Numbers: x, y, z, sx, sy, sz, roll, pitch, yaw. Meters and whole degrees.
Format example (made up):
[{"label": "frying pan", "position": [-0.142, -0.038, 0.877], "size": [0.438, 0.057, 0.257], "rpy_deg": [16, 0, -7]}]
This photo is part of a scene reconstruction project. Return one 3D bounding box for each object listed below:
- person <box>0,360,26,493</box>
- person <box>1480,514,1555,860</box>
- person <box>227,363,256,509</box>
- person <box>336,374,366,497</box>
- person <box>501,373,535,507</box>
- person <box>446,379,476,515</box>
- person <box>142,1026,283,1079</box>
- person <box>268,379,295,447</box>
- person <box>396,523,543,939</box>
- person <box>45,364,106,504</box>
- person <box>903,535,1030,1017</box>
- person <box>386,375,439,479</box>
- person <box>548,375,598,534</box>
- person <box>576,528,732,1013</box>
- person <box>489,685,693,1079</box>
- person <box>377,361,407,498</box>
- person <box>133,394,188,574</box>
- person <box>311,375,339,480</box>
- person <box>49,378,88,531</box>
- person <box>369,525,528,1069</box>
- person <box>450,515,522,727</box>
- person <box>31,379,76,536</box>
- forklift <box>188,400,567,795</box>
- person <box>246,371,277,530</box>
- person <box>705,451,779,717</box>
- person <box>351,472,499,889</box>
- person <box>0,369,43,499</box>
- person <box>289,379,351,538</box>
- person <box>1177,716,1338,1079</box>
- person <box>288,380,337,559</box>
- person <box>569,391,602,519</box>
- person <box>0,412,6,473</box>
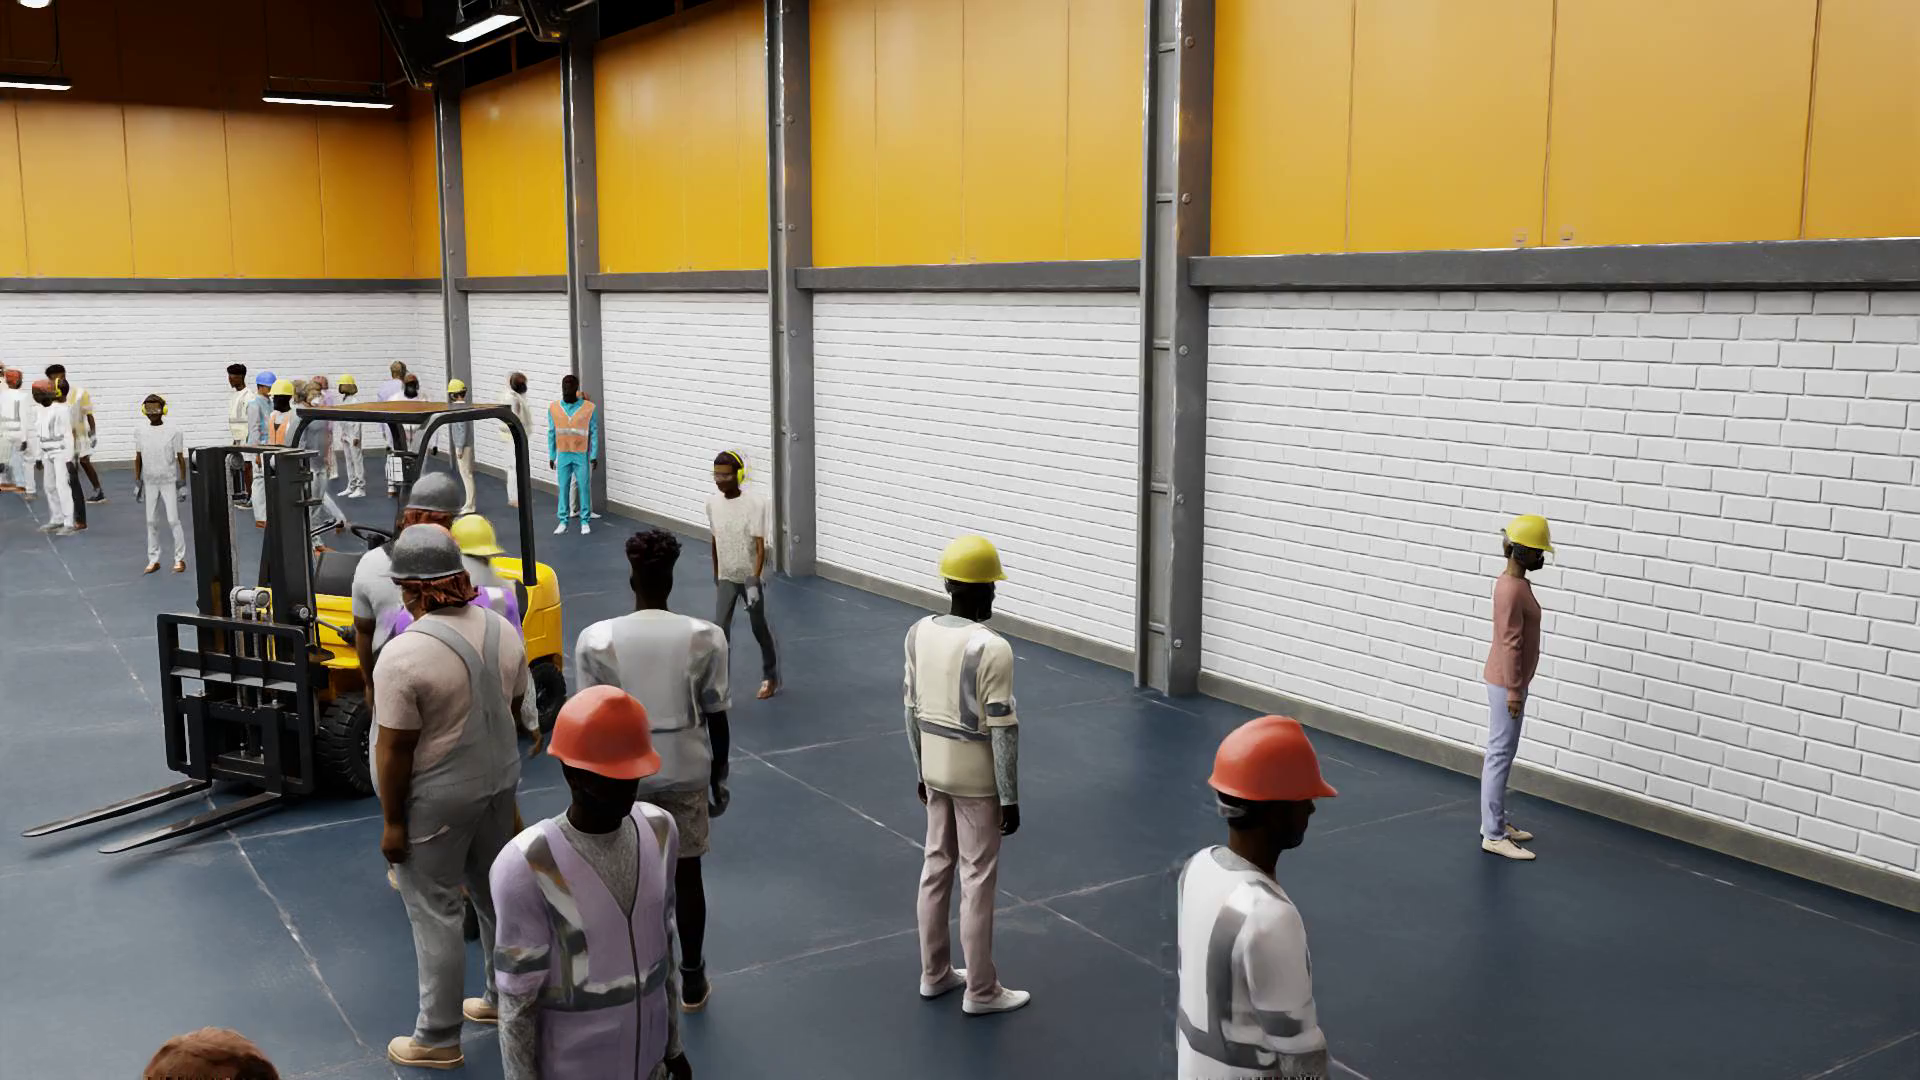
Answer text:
[{"label": "person", "position": [-13.811, -1.649, 24.024], "size": [0.636, 1.952, 0.439], "rpy_deg": [0, 8, -2]}, {"label": "person", "position": [2.858, 0.741, 8.557], "size": [0.320, 1.762, 0.522], "rpy_deg": [3, 9, 18]}, {"label": "person", "position": [-9.574, -1.387, 22.245], "size": [0.374, 1.958, 0.607], "rpy_deg": [-7, 11, -40]}, {"label": "person", "position": [-8.636, -1.473, 23.527], "size": [0.301, 1.745, 0.483], "rpy_deg": [-8, 12, -43]}, {"label": "person", "position": [-5.983, -1.355, 22.559], "size": [0.434, 1.813, 0.755], "rpy_deg": [-1, 9, -9]}, {"label": "person", "position": [-6.511, -1.211, 21.696], "size": [0.323, 1.764, 0.533], "rpy_deg": [-2, 9, -12]}, {"label": "person", "position": [-1.320, 1.635, 3.022], "size": [0.308, 1.625, 0.523], "rpy_deg": [-2, 9, -11]}, {"label": "person", "position": [-7.490, -0.822, 18.516], "size": [0.587, 1.930, 0.363], "rpy_deg": [5, 10, 29]}, {"label": "person", "position": [-2.226, 0.839, 7.571], "size": [0.625, 1.867, 0.661], "rpy_deg": [-4, 9, -24]}, {"label": "person", "position": [-12.127, -1.435, 22.660], "size": [0.670, 1.929, 0.469], "rpy_deg": [-2, 9, -15]}, {"label": "person", "position": [0.027, 0.937, 6.667], "size": [0.367, 1.927, 0.590], "rpy_deg": [-8, 12, -43]}, {"label": "person", "position": [-7.212, -1.266, 21.911], "size": [0.657, 1.804, 0.923], "rpy_deg": [-3, 9, -18]}, {"label": "person", "position": [-4.624, -1.022, 19.915], "size": [0.590, 1.916, 0.393], "rpy_deg": [0, 8, -1]}, {"label": "person", "position": [-1.213, 0.930, 6.636], "size": [0.608, 1.957, 0.393], "rpy_deg": [-2, 9, -12]}, {"label": "person", "position": [-0.882, 1.305, 4.163], "size": [0.378, 1.932, 0.551], "rpy_deg": [7, 11, 38]}, {"label": "person", "position": [-7.873, -1.545, 23.358], "size": [0.635, 1.937, 0.354], "rpy_deg": [3, 9, 22]}, {"label": "person", "position": [-8.217, -0.573, 17.100], "size": [0.515, 1.859, 0.320], "rpy_deg": [0, 8, -2]}, {"label": "person", "position": [-9.787, -1.714, 25.535], "size": [0.447, 1.633, 0.540], "rpy_deg": [0, 8, 3]}, {"label": "person", "position": [-10.820, -1.030, 20.143], "size": [0.335, 1.865, 0.519], "rpy_deg": [-6, 10, -35]}, {"label": "person", "position": [-1.968, 0.935, 6.298], "size": [0.536, 2.000, 0.684], "rpy_deg": [4, 9, 25]}, {"label": "person", "position": [-2.382, 0.779, 8.127], "size": [0.404, 1.819, 0.618], "rpy_deg": [8, 12, 43]}, {"label": "person", "position": [-10.831, -0.988, 19.905], "size": [0.818, 1.865, 0.405], "rpy_deg": [6, 10, 35]}, {"label": "forklift", "position": [-3.529, 0.258, 10.348], "size": [1.214, 2.155, 2.313], "rpy_deg": [4, 9, 25]}, {"label": "person", "position": [-8.477, -1.094, 20.321], "size": [0.412, 1.938, 0.605], "rpy_deg": [0, 8, -3]}, {"label": "person", "position": [-1.532, 0.277, 11.524], "size": [0.492, 1.813, 0.987], "rpy_deg": [3, 9, 18]}, {"label": "person", "position": [-2.567, 0.664, 8.126], "size": [0.709, 2.000, 0.536], "rpy_deg": [-1, 8, -4]}, {"label": "person", "position": [-13.127, -1.438, 22.958], "size": [0.605, 1.850, 0.951], "rpy_deg": [1, 9, 7]}, {"label": "person", "position": [-7.544, -0.942, 19.472], "size": [0.836, 1.896, 0.630], "rpy_deg": [-1, 8, -4]}, {"label": "person", "position": [0.673, 1.353, 3.992], "size": [0.986, 1.896, 0.543], "rpy_deg": [-1, 8, -4]}, {"label": "person", "position": [-7.063, -0.768, 18.136], "size": [0.378, 1.937, 0.628], "rpy_deg": [0, 8, 3]}, {"label": "person", "position": [-4.847, -1.083, 21.253], "size": [0.512, 1.640, 0.309], "rpy_deg": [6, 10, 36]}, {"label": "person", "position": [-11.564, -0.933, 19.414], "size": [0.659, 1.881, 0.750], "rpy_deg": [-1, 9, -8]}]
